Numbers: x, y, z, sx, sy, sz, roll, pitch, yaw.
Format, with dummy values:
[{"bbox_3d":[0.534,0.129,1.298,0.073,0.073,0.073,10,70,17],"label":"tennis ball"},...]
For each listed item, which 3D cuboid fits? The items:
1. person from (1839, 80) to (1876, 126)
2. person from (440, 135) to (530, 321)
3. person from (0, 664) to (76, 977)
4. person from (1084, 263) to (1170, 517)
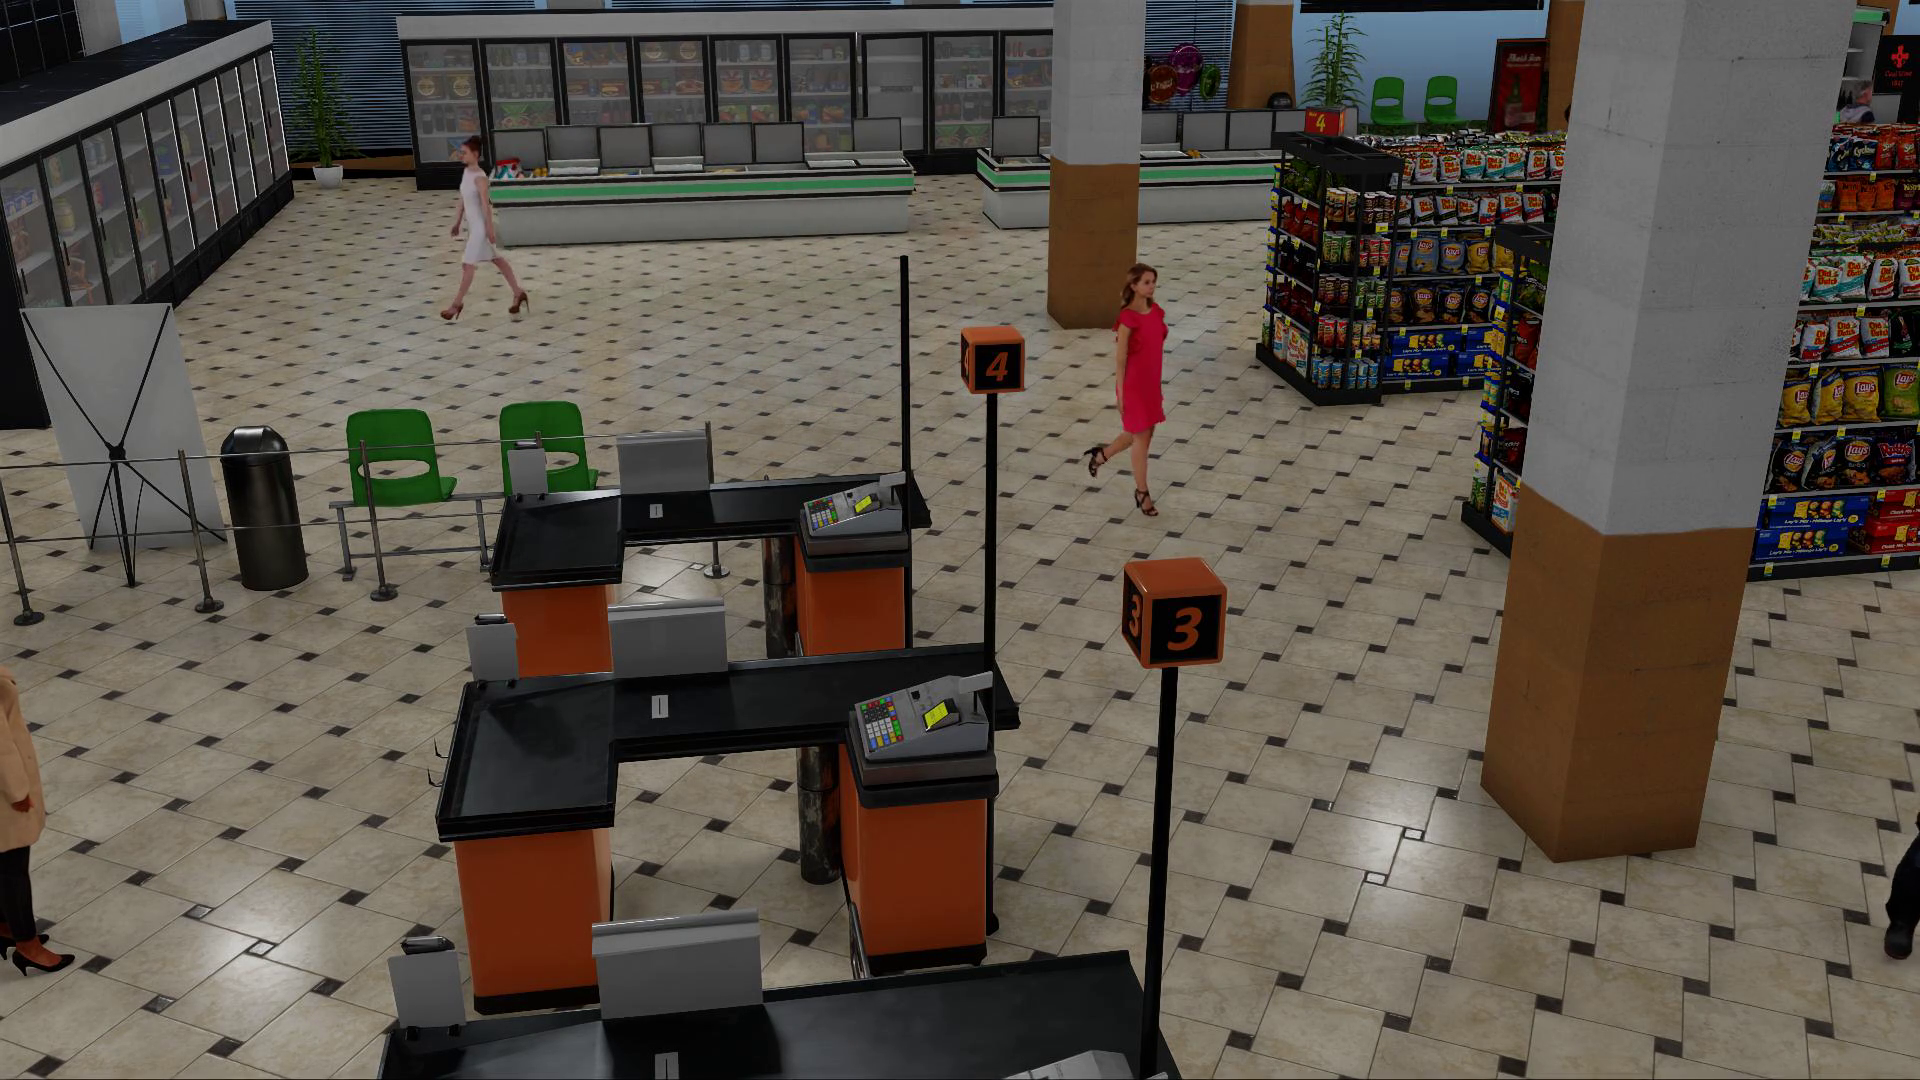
[{"bbox_3d":[10.464,-4.503,19.713,1.039,1.810,0.709,-3,22,-7],"label":"person"},{"bbox_3d":[-4.508,-2.957,15.962,1.176,1.739,0.859,-13,25,-30],"label":"person"},{"bbox_3d":[-3.743,0.911,6.414,0.724,1.681,0.745,19,29,39],"label":"person"},{"bbox_3d":[1.146,-1.028,11.207,0.941,1.705,0.934,20,29,41],"label":"person"}]
